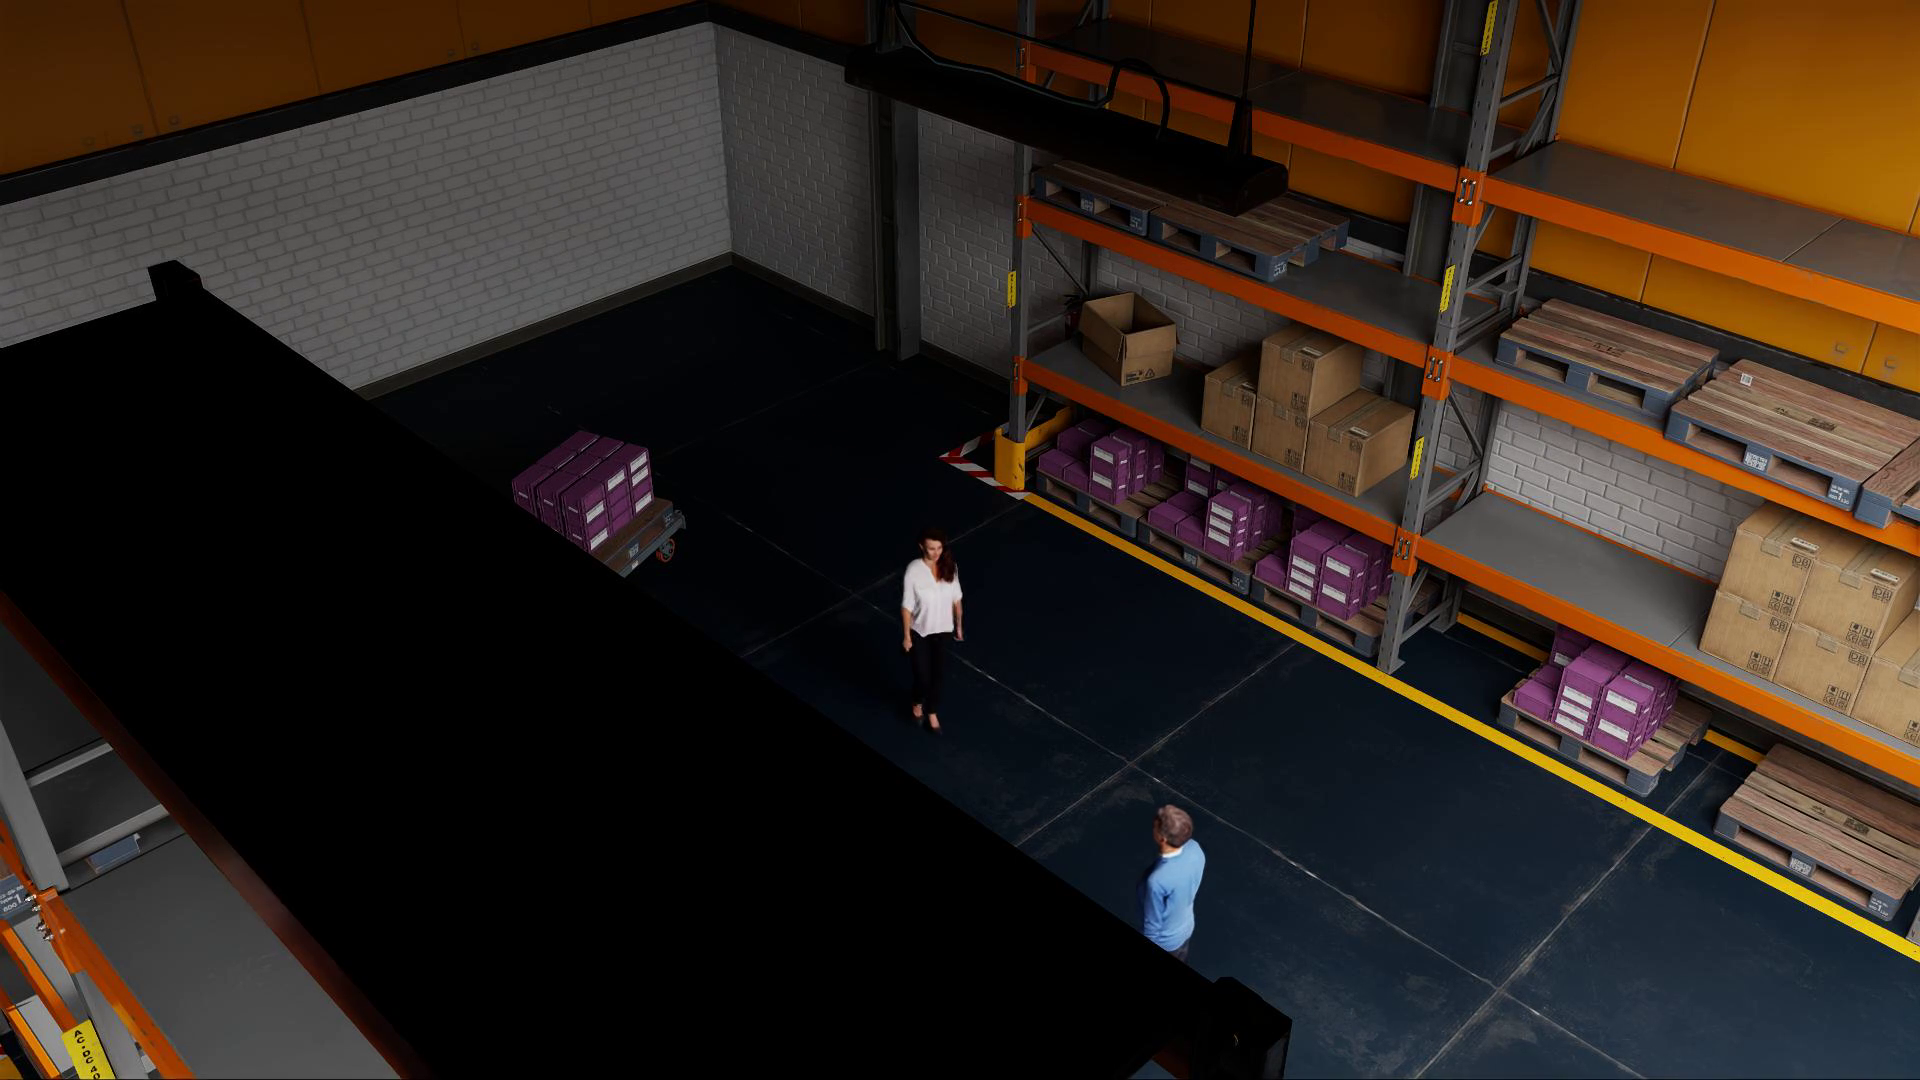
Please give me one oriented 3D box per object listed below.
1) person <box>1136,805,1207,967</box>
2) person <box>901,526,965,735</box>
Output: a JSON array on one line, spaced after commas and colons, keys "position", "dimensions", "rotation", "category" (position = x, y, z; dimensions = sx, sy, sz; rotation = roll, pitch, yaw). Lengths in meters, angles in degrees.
[{"position": [1.193, 2.237, 9.590], "dimensions": [0.586, 1.819, 0.669], "rotation": [24, 41, 32], "category": "person"}, {"position": [-0.262, 0.624, 12.045], "dimensions": [0.687, 1.787, 0.674], "rotation": [-17, 37, -23], "category": "person"}]
